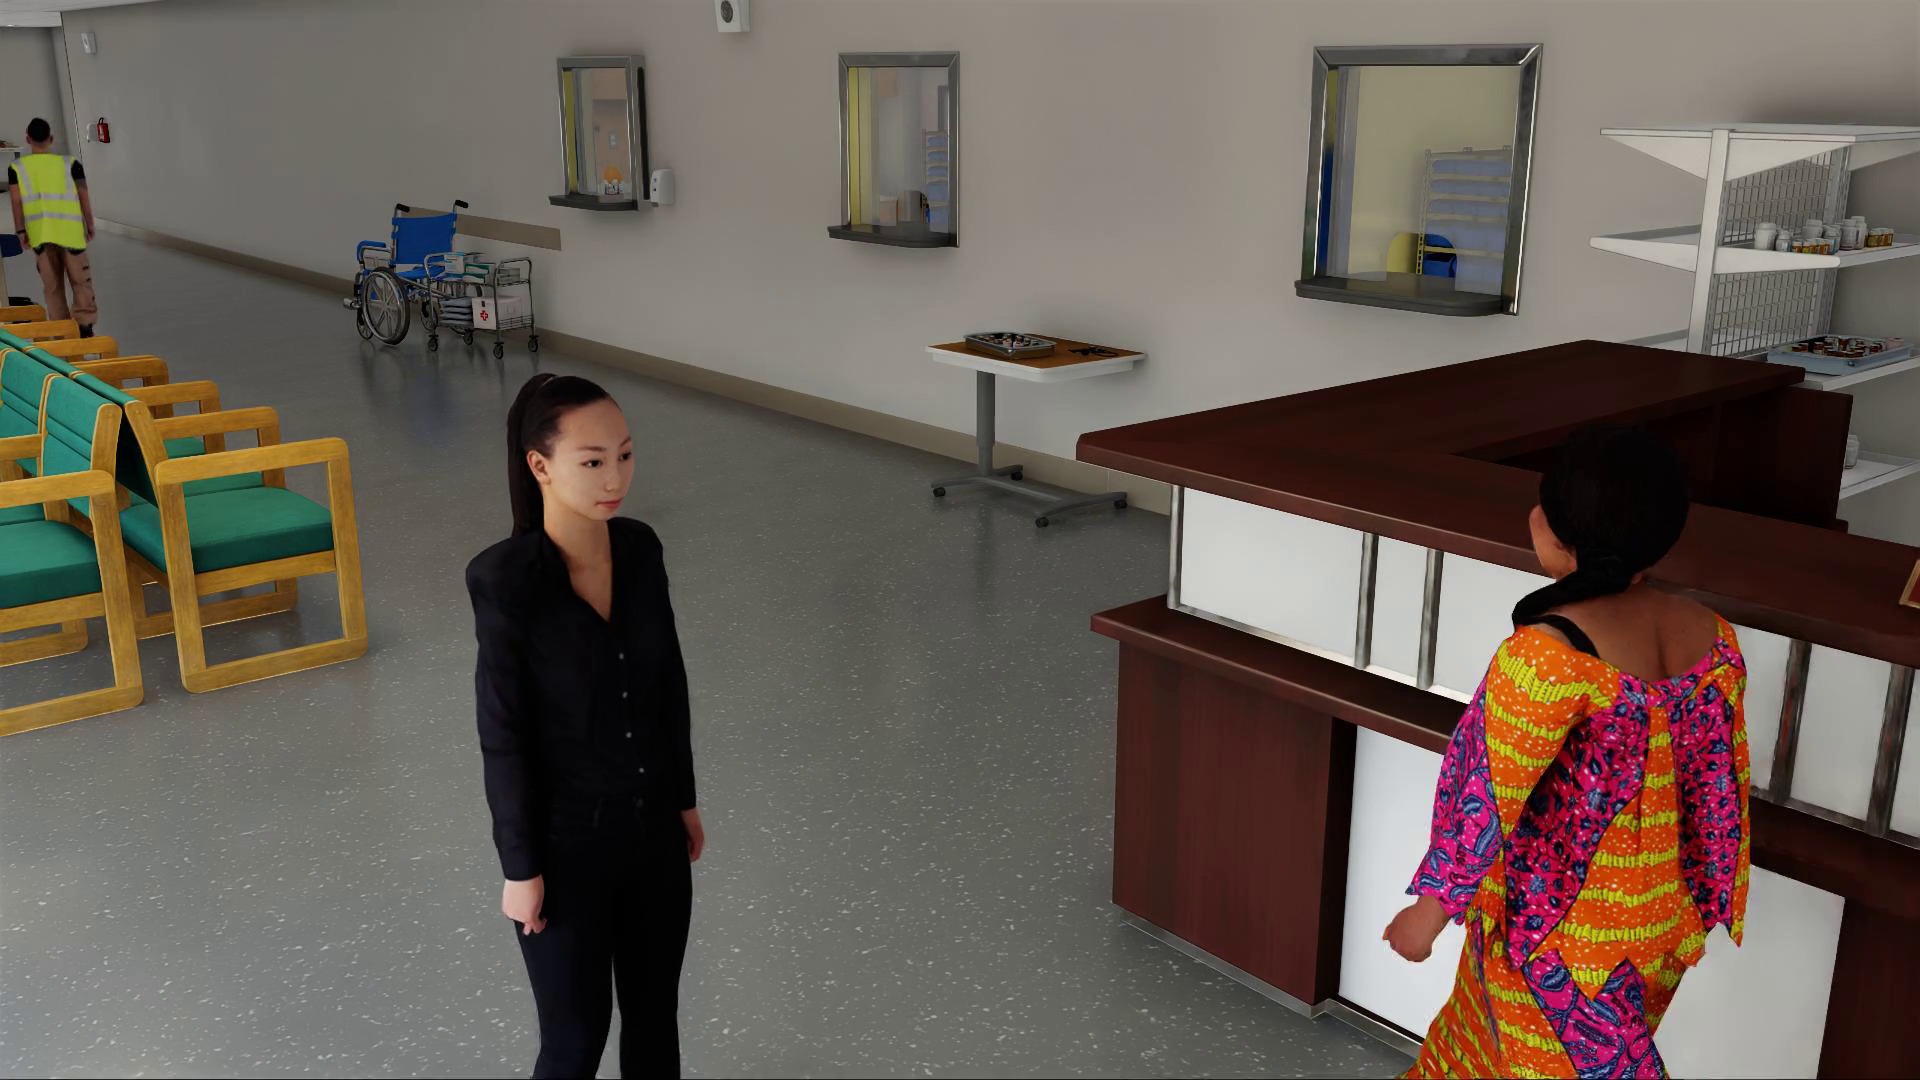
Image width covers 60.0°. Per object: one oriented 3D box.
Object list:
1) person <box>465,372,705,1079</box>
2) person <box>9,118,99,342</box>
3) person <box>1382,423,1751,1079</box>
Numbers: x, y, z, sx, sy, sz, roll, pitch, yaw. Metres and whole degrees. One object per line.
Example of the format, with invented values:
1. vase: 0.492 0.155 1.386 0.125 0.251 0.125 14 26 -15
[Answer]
1. person: -0.645 0.547 2.929 0.673 1.712 0.493 12 20 36
2. person: -7.099 -2.372 13.079 0.812 1.823 0.869 -8 18 -27
3. person: 1.032 0.630 2.697 1.083 1.679 0.736 -11 19 -35
